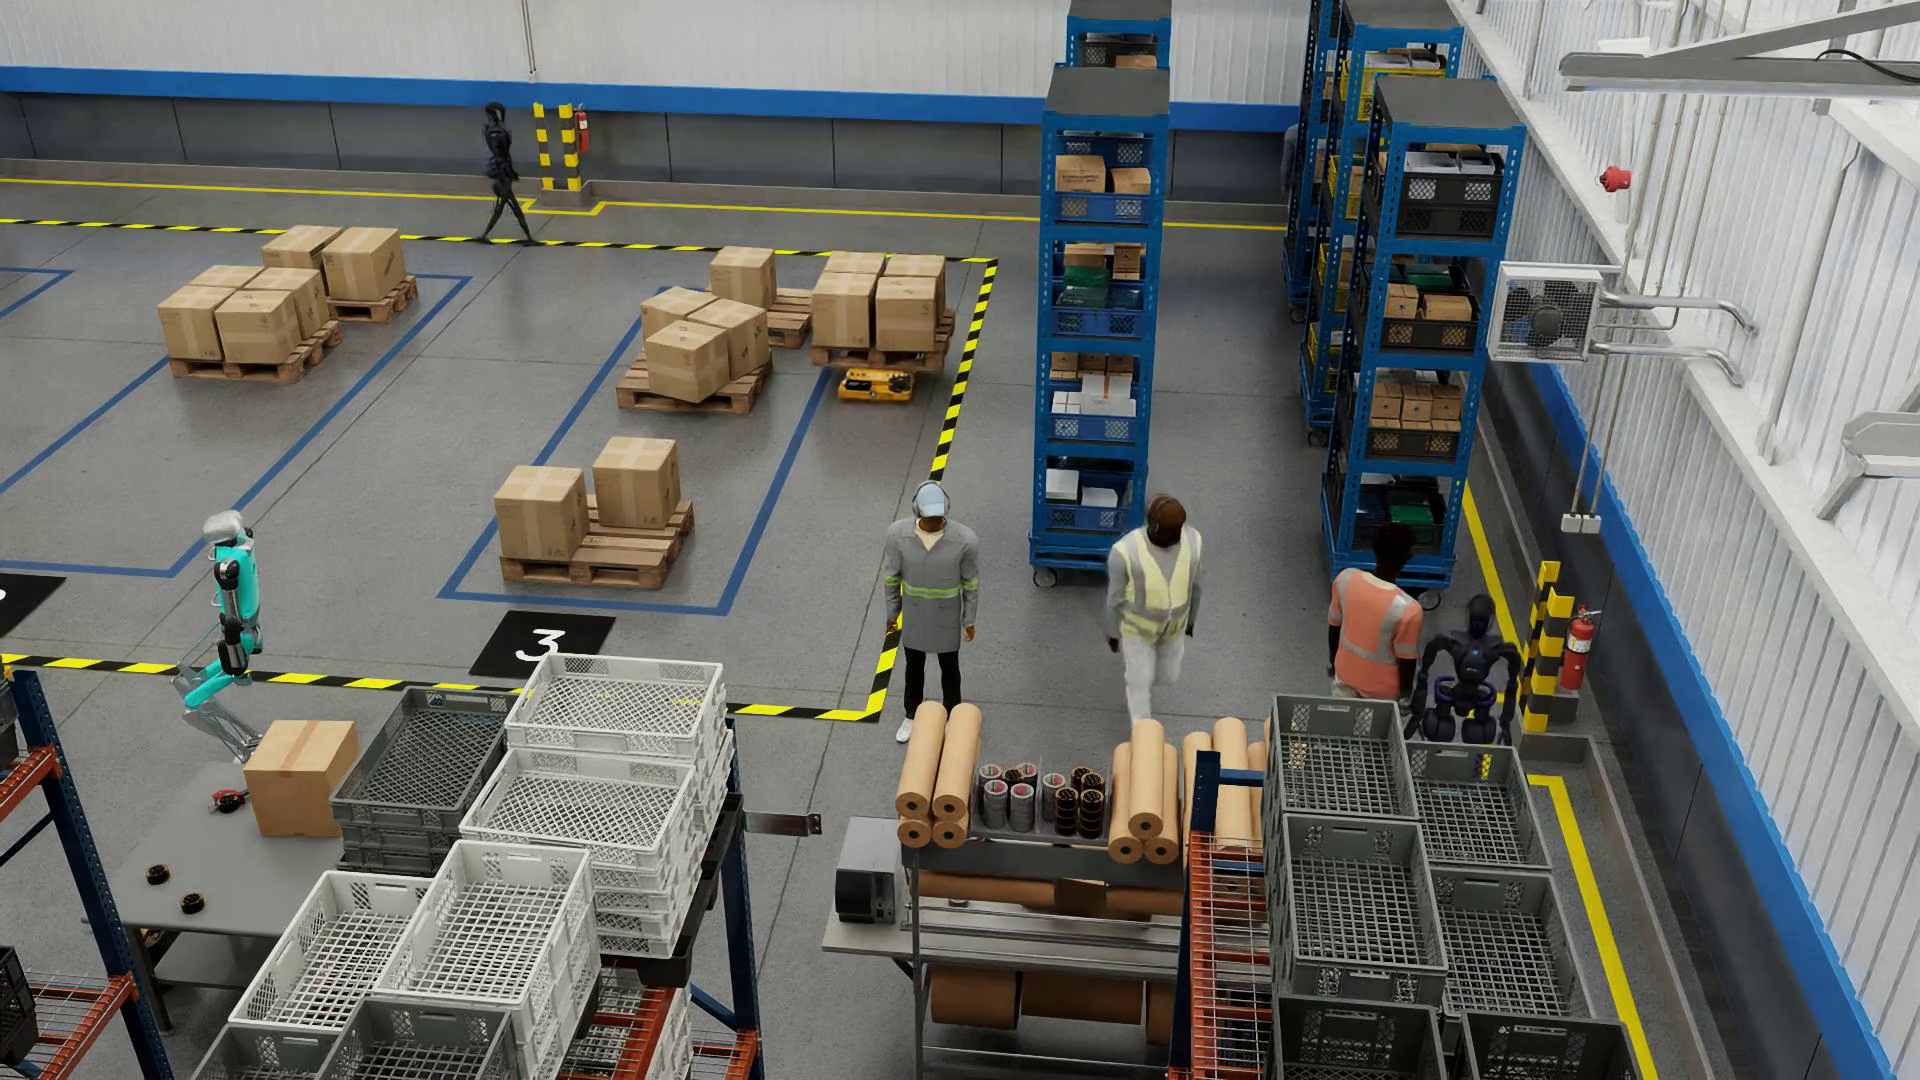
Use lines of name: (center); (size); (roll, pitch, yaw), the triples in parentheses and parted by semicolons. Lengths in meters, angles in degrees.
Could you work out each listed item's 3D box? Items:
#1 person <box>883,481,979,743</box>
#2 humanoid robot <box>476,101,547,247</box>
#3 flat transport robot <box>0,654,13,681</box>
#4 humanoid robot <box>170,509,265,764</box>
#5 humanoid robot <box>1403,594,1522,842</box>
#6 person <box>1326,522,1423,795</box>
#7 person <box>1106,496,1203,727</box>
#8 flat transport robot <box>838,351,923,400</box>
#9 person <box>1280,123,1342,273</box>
person: (-0.185, 0.463, 10.304); (0.596, 1.852, 0.378); (4, 31, 8)
humanoid robot: (-5.008, -3.989, 18.186); (0.791, 1.635, 0.609); (-2, 30, -4)
flat transport robot: (-7.142, 0.969, 11.010); (1.431, 0.231, 0.659); (3, 30, 6)
humanoid robot: (-4.508, 0.615, 10.020); (0.735, 1.681, 0.533); (-5, 31, -9)
humanoid robot: (2.873, 1.014, 9.531); (0.608, 1.640, 0.307); (6, 31, 11)
person: (2.386, 0.774, 9.658); (0.374, 1.966, 0.603); (-21, 36, -32)
person: (1.177, 0.487, 10.302); (0.632, 1.817, 0.650); (-10, 32, -16)
flat transport robot: (-0.702, -1.707, 15.577); (0.652, 0.197, 1.431); (3, 30, 6)
person: (3.654, -3.708, 17.398); (0.620, 1.932, 0.371); (2, 30, 3)
